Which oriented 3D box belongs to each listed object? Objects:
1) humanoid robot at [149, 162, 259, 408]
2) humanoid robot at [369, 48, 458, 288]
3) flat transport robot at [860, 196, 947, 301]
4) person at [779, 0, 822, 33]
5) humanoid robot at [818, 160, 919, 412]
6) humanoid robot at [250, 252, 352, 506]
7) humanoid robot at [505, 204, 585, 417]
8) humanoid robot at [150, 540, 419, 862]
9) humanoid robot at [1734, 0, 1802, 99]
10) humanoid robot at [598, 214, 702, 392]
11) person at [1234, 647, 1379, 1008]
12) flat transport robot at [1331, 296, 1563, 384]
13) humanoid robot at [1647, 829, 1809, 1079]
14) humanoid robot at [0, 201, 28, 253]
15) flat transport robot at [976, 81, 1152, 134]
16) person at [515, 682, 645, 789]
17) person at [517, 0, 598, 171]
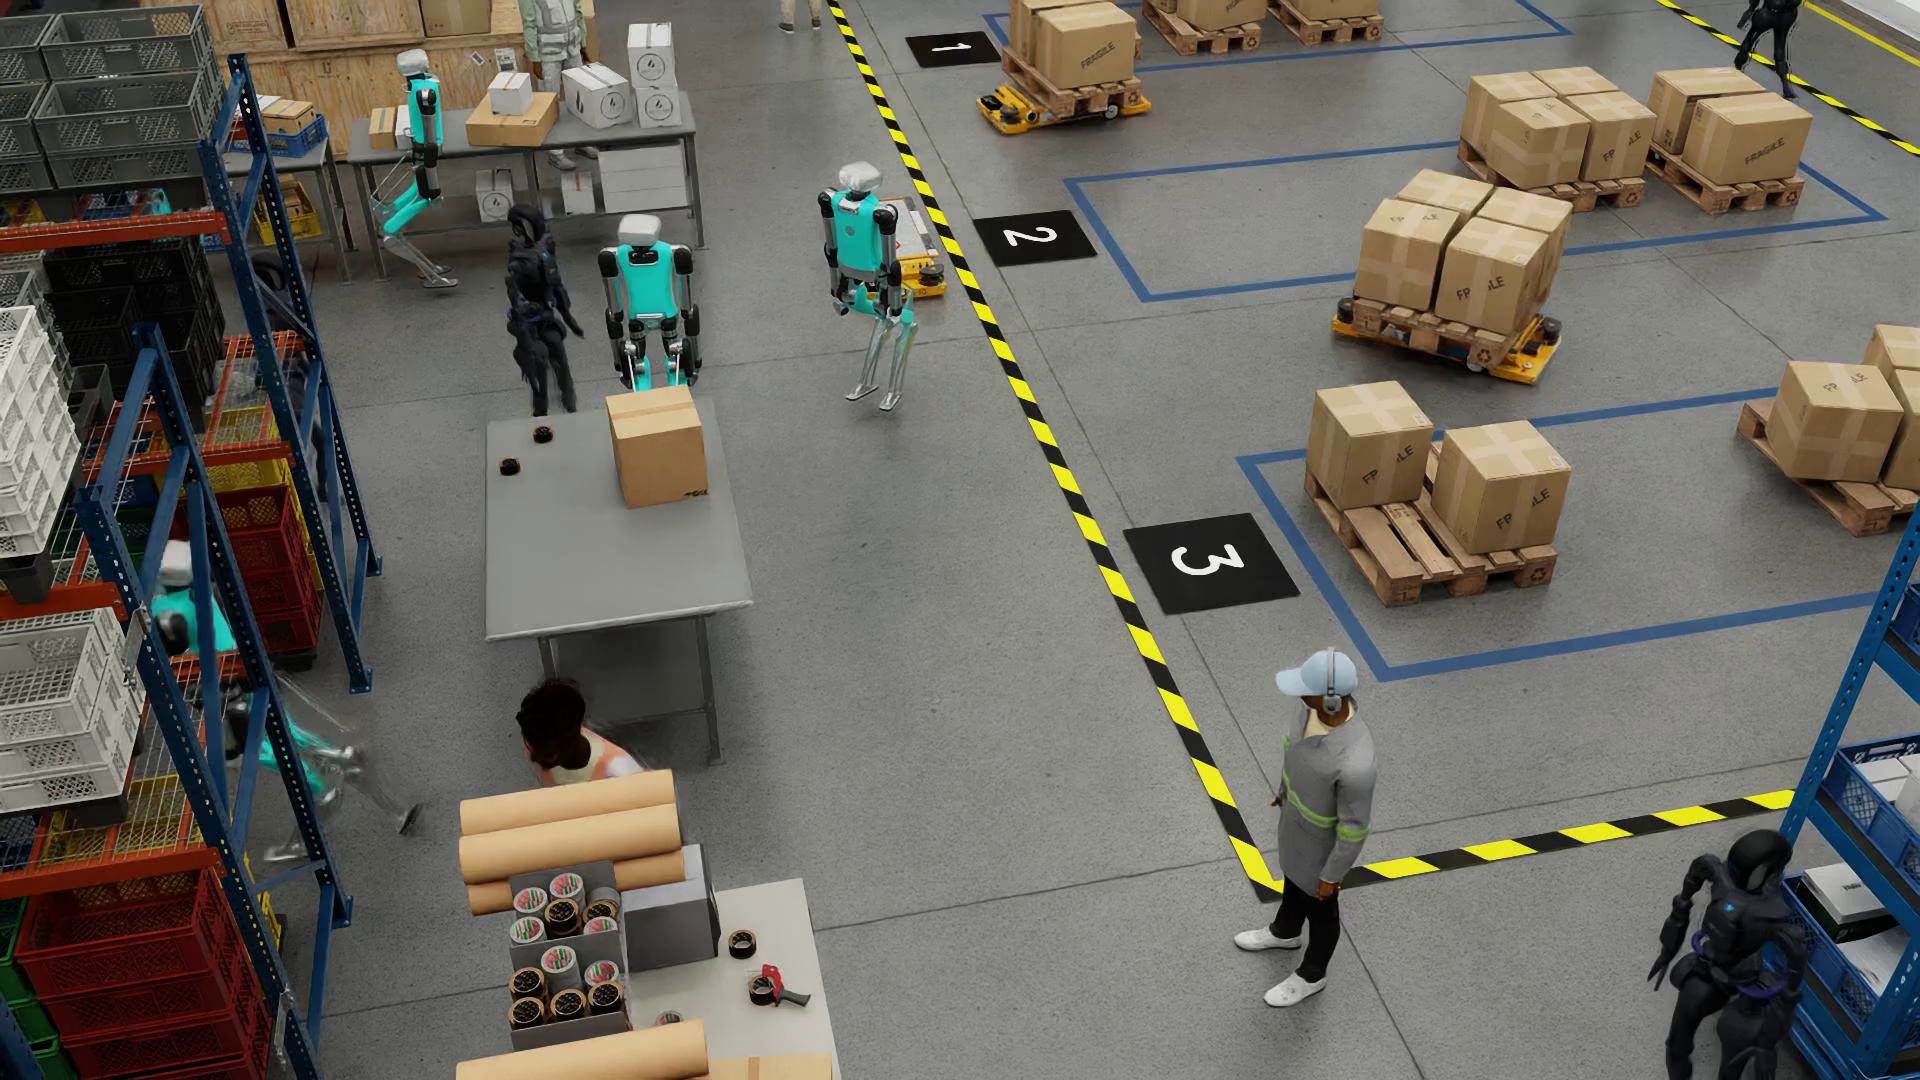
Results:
[{"bbox_3d":[-4.885,-1.518,10.349,0.989,1.729,0.555,-19,41,-24],"label":"humanoid robot"},{"bbox_3d":[-3.907,-2.562,11.654,0.735,1.677,0.533,-13,39,-17],"label":"humanoid robot"},{"bbox_3d":[-0.570,-2.220,12.538,0.659,0.231,1.431,-8,37,-10],"label":"flat transport robot"},{"bbox_3d":[-1.599,-5.820,16.117,0.571,1.767,0.400,-13,38,-16],"label":"person"},{"bbox_3d":[-0.483,-1.626,10.400,0.533,1.673,0.735,20,41,25],"label":"humanoid robot"},{"bbox_3d":[-3.894,-0.922,9.621,0.429,1.640,0.609,-6,37,-8],"label":"humanoid robot"},{"bbox_3d":[-2.519,-1.252,10.067,0.425,1.654,0.593,10,38,13],"label":"humanoid robot"},{"bbox_3d":[-2.922,0.756,7.352,0.894,1.837,0.554,-6,37,-8],"label":"humanoid robot"},{"bbox_3d":[7.284,-4.729,14.769,0.608,1.637,0.752,-14,39,-18],"label":"humanoid robot"},{"bbox_3d":[-1.752,-0.973,9.518,0.533,1.677,0.735,-2,37,-3],"label":"humanoid robot"},{"bbox_3d":[1.393,1.154,6.679,0.405,1.848,0.589,-7,37,-10],"label":"person"},{"bbox_3d":[3.377,-1.492,11.535,1.431,0.197,0.652,21,41,25],"label":"flat transport robot"},{"bbox_3d":[2.841,1.664,6.136,0.395,1.640,0.602,-18,40,-22],"label":"humanoid robot"},{"bbox_3d":[-6.500,-1.919,11.005,0.800,1.618,0.610,14,39,18],"label":"humanoid robot"},{"bbox_3d":[0.926,-3.929,14.811,1.431,0.197,0.652,-14,39,-18],"label":"flat transport robot"},{"bbox_3d":[-1.395,1.248,6.521,0.629,1.907,0.843,27,45,32],"label":"person"},{"bbox_3d":[-3.258,-3.981,13.509,0.411,1.939,0.602,25,43,29],"label":"person"}]
